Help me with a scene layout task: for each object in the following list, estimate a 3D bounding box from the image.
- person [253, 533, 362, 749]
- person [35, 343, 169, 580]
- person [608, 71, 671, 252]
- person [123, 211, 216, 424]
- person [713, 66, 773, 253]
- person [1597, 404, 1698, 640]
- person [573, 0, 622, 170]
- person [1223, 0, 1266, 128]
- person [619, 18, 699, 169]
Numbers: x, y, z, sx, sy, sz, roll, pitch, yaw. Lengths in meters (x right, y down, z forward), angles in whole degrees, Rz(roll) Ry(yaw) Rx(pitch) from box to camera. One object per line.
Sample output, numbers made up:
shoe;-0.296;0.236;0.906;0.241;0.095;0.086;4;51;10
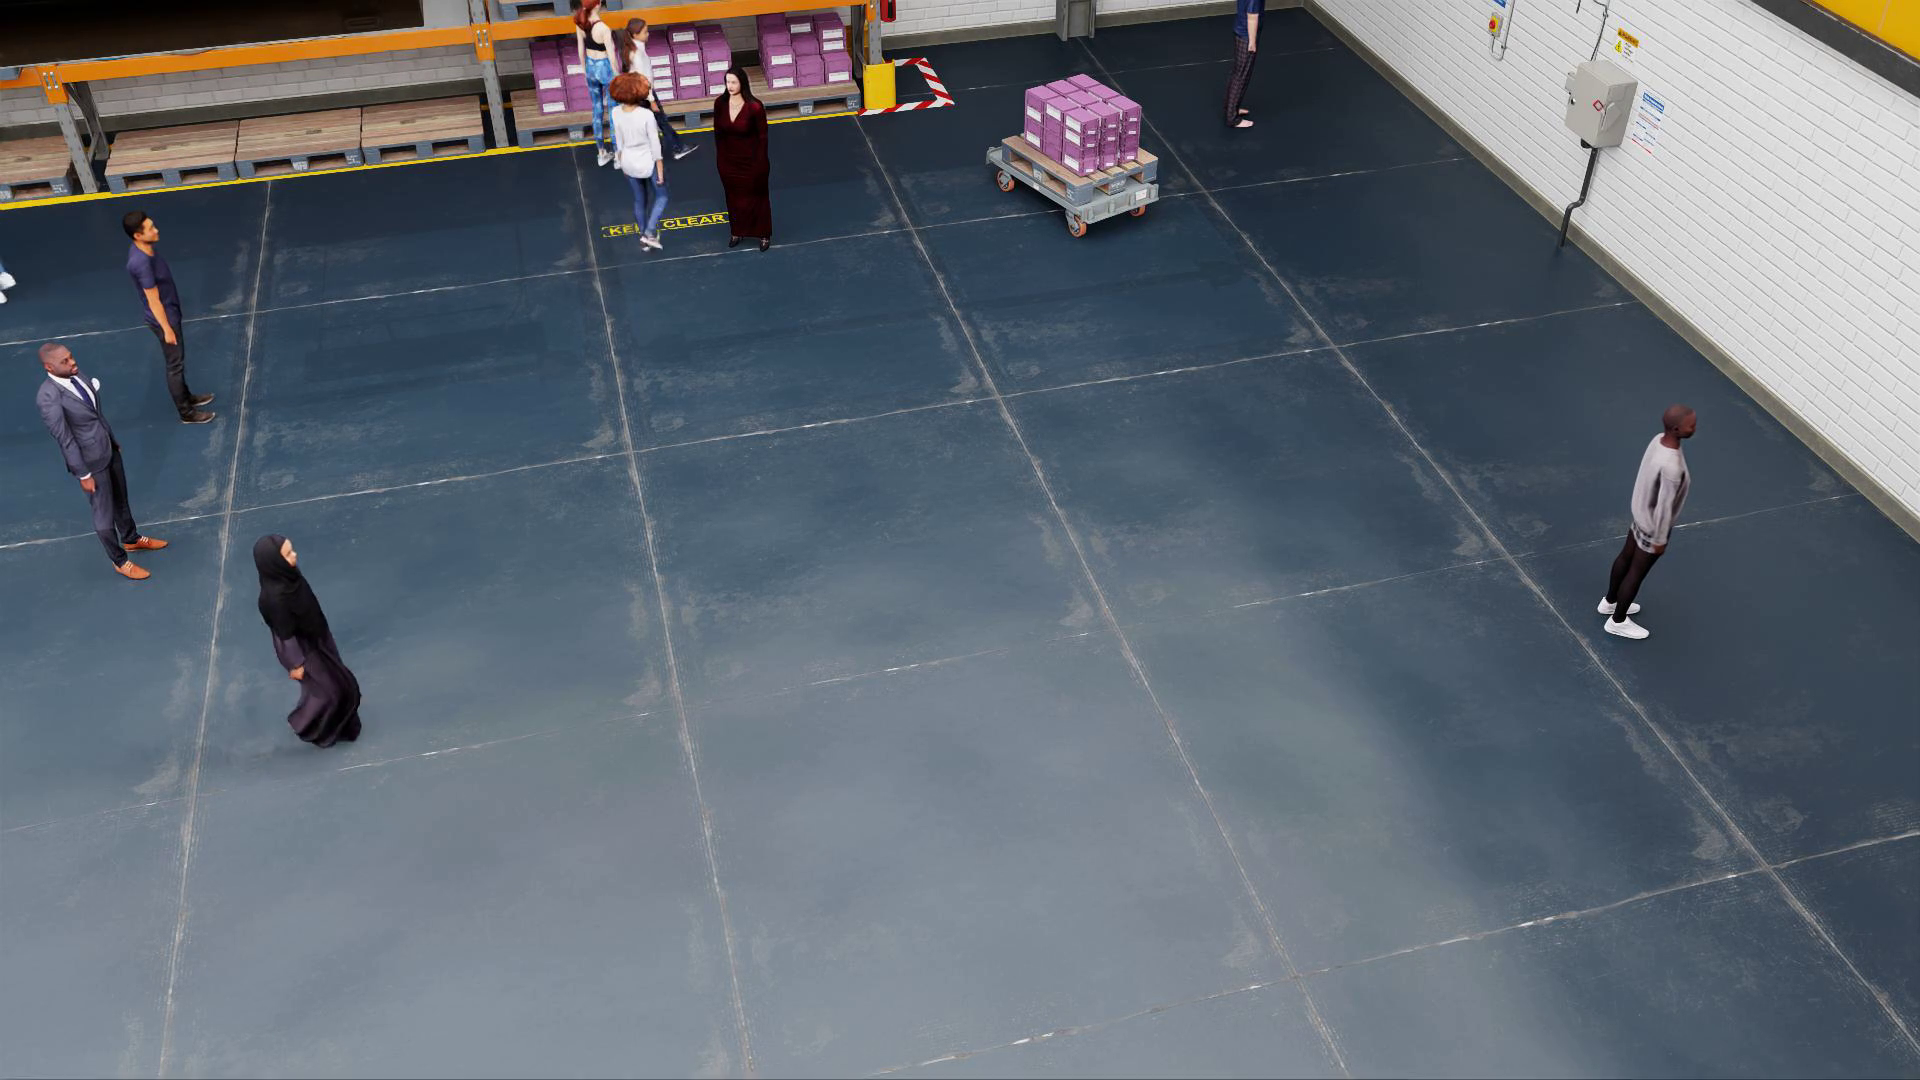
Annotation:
person;-4.066;0.627;10.119;0.797;1.608;0.684;-3;39;-3
person;-5.967;-0.576;11.453;0.684;1.824;0.754;0;39;-1
person;-2.926;-3.374;15.051;0.794;1.706;0.861;14;41;17
person;-6.203;-1.744;12.943;0.548;1.790;0.671;-14;41;-16
person;-1.971;-3.467;15.126;0.719;1.758;0.826;10;40;13
person;4.534;-0.140;10.949;0.665;1.772;0.684;4;39;5
person;-3.550;-4.563;16.477;0.668;1.784;0.736;17;42;20
person;2.972;-5.233;17.249;0.637;1.868;0.708;0;39;0
person;-3.236;-4.385;16.470;1.050;1.516;0.643;-5;39;-6
